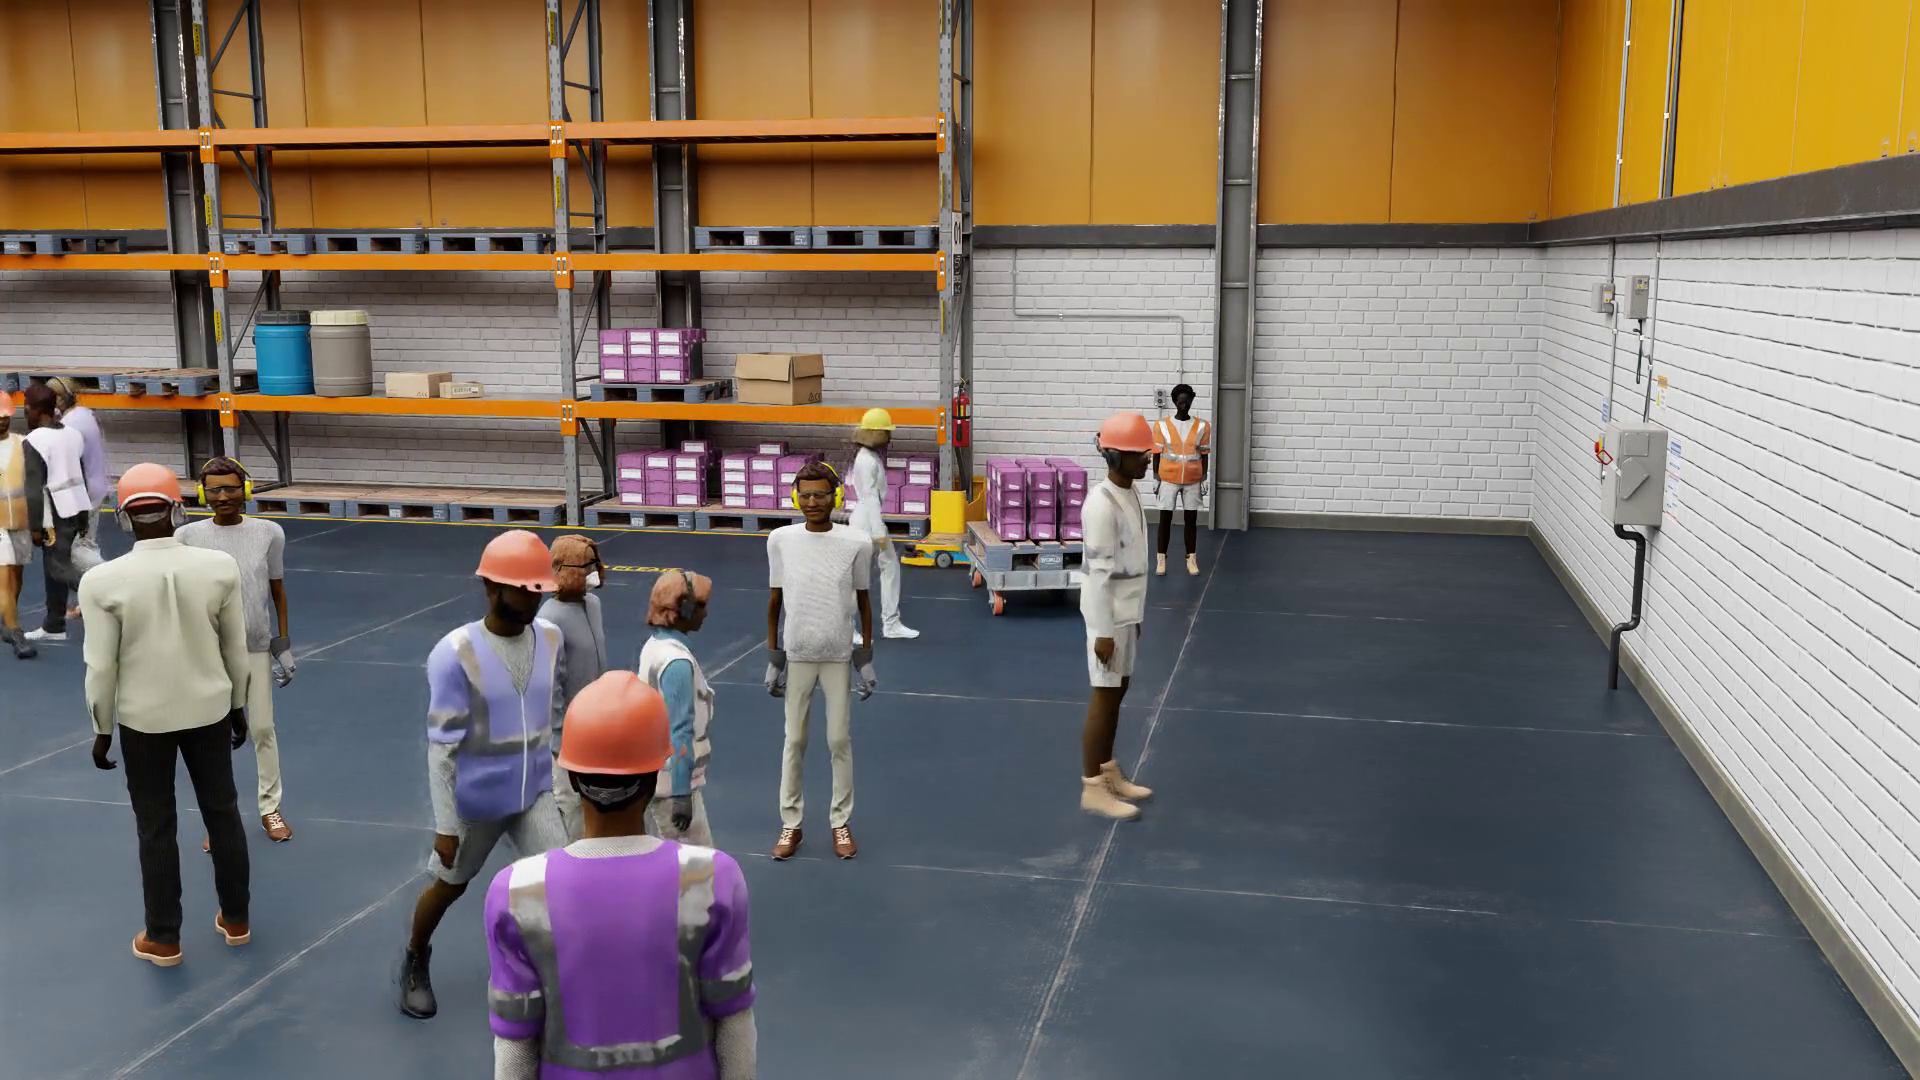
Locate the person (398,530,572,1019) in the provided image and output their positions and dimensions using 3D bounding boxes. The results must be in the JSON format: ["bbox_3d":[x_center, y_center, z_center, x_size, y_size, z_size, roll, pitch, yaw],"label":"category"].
[{"bbox_3d":[-1.661,0.870,5.909,1.112,1.871,0.557,9,13,42],"label":"person"}]

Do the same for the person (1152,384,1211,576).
[{"bbox_3d":[1.939,-0.528,14.642,0.535,1.699,0.318,0,10,-2],"label":"person"}]

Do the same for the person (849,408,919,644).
[{"bbox_3d":[-0.575,-0.090,11.988,0.724,1.714,0.505,0,10,2],"label":"person"}]

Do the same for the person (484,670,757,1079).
[{"bbox_3d":[-0.700,1.230,3.521,0.542,1.939,0.361,-2,10,-9],"label":"person"}]

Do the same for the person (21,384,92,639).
[{"bbox_3d":[-6.447,-0.182,12.026,0.811,1.897,0.587,0,10,1],"label":"person"}]

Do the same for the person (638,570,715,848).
[{"bbox_3d":[-1.120,0.920,6.281,0.422,1.617,0.538,-3,10,-18],"label":"person"}]

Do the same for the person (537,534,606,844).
[{"bbox_3d":[-1.625,0.781,7.083,0.279,1.633,0.501,2,10,11],"label":"person"}]

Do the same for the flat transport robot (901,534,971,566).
[{"bbox_3d":[0.227,0.096,15.169,1.431,0.197,0.652,2,10,11],"label":"flat transport robot"}]

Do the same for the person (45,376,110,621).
[{"bbox_3d":[-6.665,-0.305,12.690,0.504,1.911,0.697,-4,10,-20],"label":"person"}]

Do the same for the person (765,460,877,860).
[{"bbox_3d":[-0.646,0.556,7.715,0.521,1.873,0.335,0,10,0],"label":"person"}]

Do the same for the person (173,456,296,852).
[{"bbox_3d":[-3.429,0.529,7.881,0.513,1.872,0.328,-5,11,-27],"label":"person"}]

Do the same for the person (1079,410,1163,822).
[{"bbox_3d":[0.805,0.370,8.313,0.393,2.039,0.615,3,10,19],"label":"person"}]

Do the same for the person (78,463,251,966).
[{"bbox_3d":[-3.134,0.687,6.598,0.612,1.986,0.401,-9,13,-42],"label":"person"}]

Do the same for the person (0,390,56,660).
[{"bbox_3d":[-6.782,-0.137,11.799,0.945,1.896,0.544,9,13,44],"label":"person"}]
